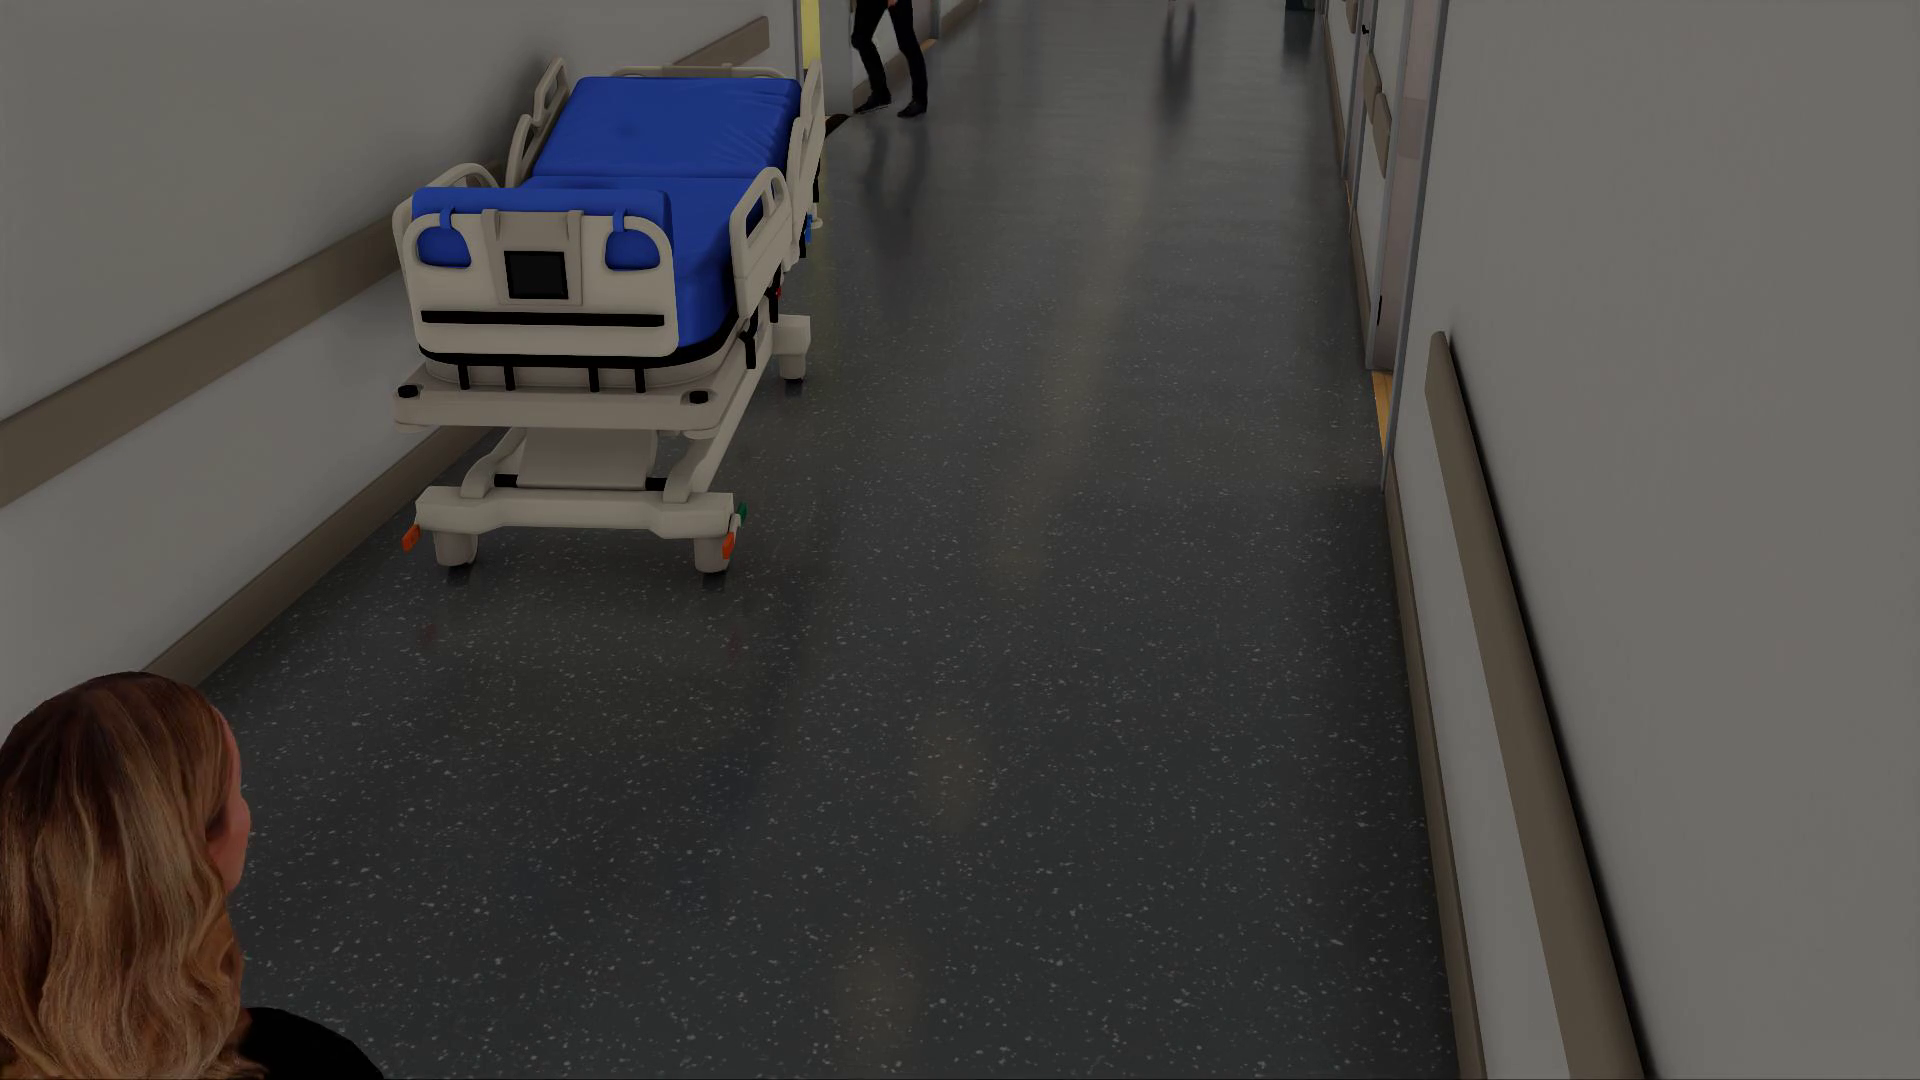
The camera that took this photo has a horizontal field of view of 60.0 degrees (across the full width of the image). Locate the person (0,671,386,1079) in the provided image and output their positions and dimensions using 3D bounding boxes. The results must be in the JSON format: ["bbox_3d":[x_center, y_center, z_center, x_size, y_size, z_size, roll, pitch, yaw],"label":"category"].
[{"bbox_3d":[-0.715,0.996,1.589,0.742,1.779,0.708,1,26,3],"label":"person"}]

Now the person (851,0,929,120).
[{"bbox_3d":[-0.439,-3.901,11.717,0.991,1.802,0.928,-21,33,-37],"label":"person"}]
